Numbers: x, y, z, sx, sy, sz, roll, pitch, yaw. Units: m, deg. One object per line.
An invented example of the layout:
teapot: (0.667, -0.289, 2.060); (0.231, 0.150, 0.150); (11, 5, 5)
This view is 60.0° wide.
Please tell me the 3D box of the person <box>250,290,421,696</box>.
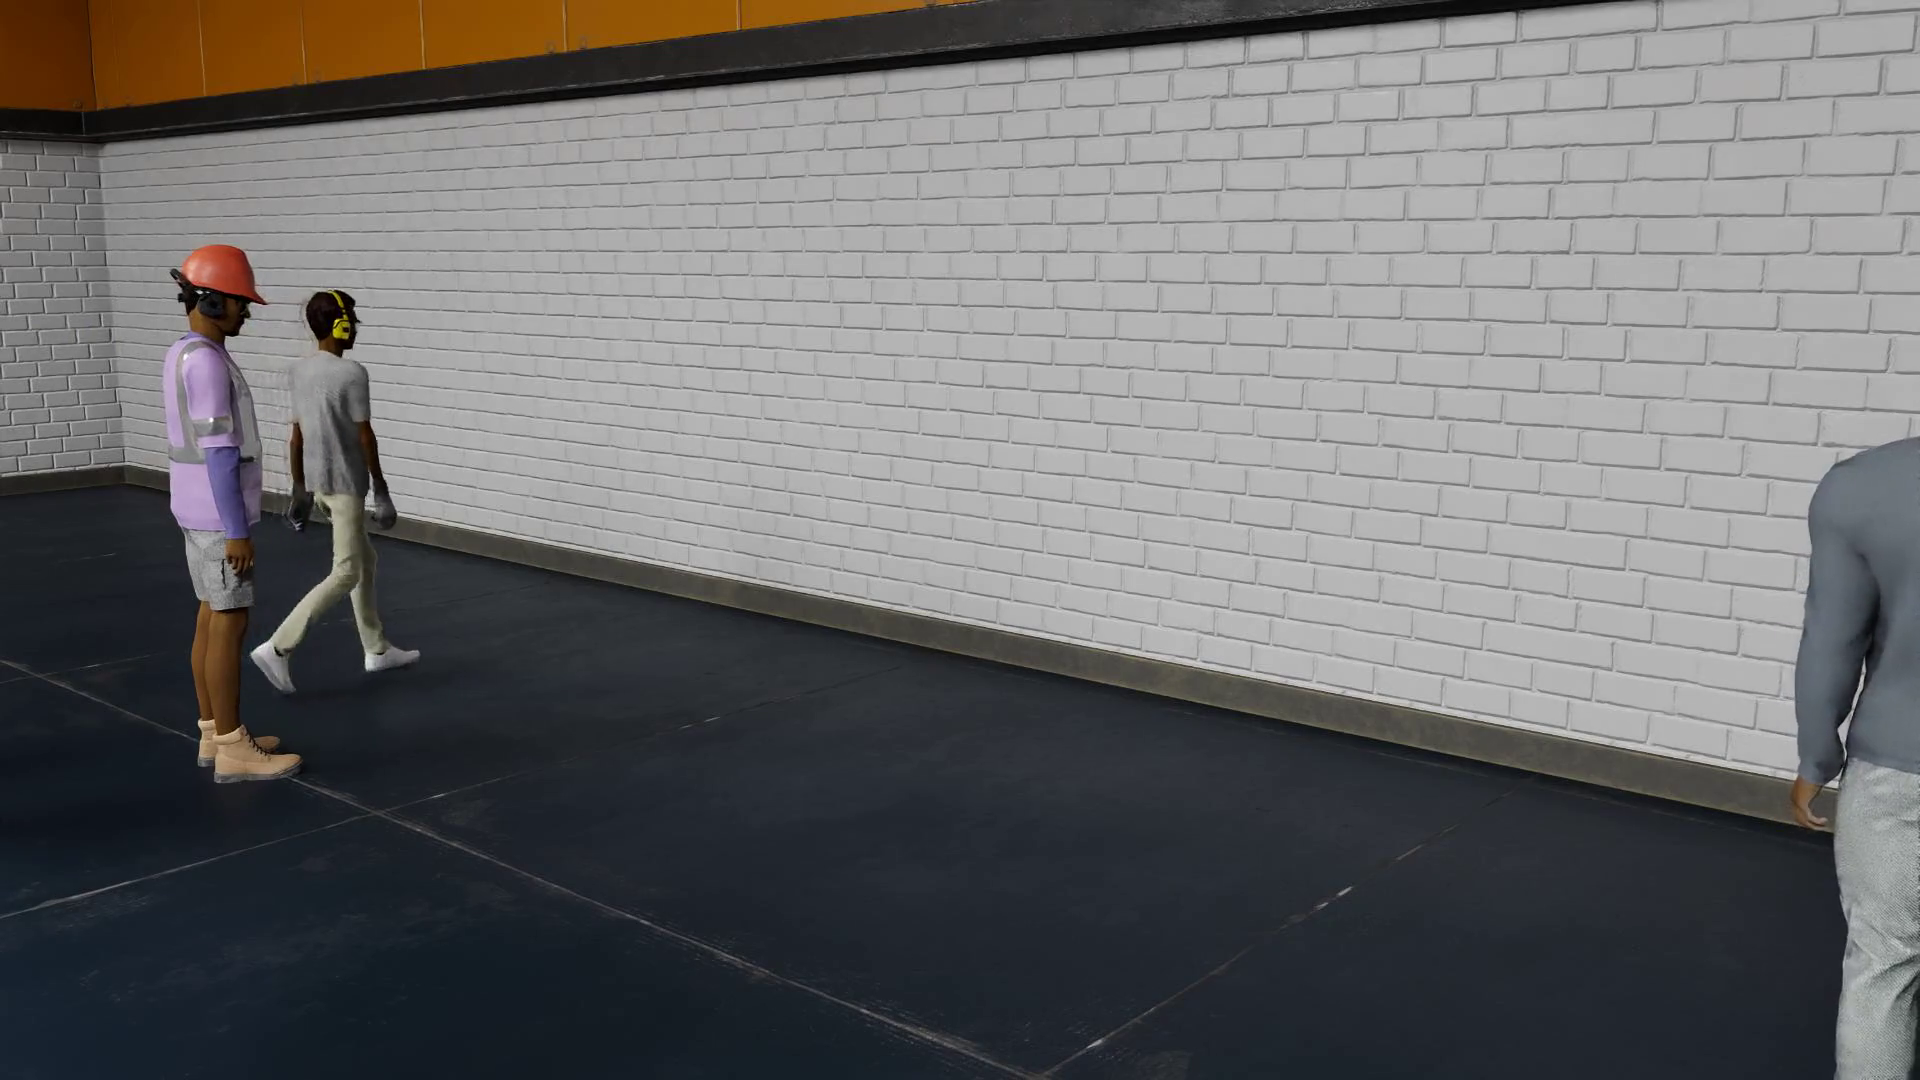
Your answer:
person: (-2.907, -0.223, 7.654); (0.505, 1.832, 0.892); (7, 12, 36)

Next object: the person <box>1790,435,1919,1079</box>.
person: (2.025, 0.475, 3.367); (0.635, 1.937, 0.352); (4, 11, 22)

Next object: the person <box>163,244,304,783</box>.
person: (-2.797, -0.097, 6.355); (0.386, 2.034, 0.604); (-7, 12, -33)
